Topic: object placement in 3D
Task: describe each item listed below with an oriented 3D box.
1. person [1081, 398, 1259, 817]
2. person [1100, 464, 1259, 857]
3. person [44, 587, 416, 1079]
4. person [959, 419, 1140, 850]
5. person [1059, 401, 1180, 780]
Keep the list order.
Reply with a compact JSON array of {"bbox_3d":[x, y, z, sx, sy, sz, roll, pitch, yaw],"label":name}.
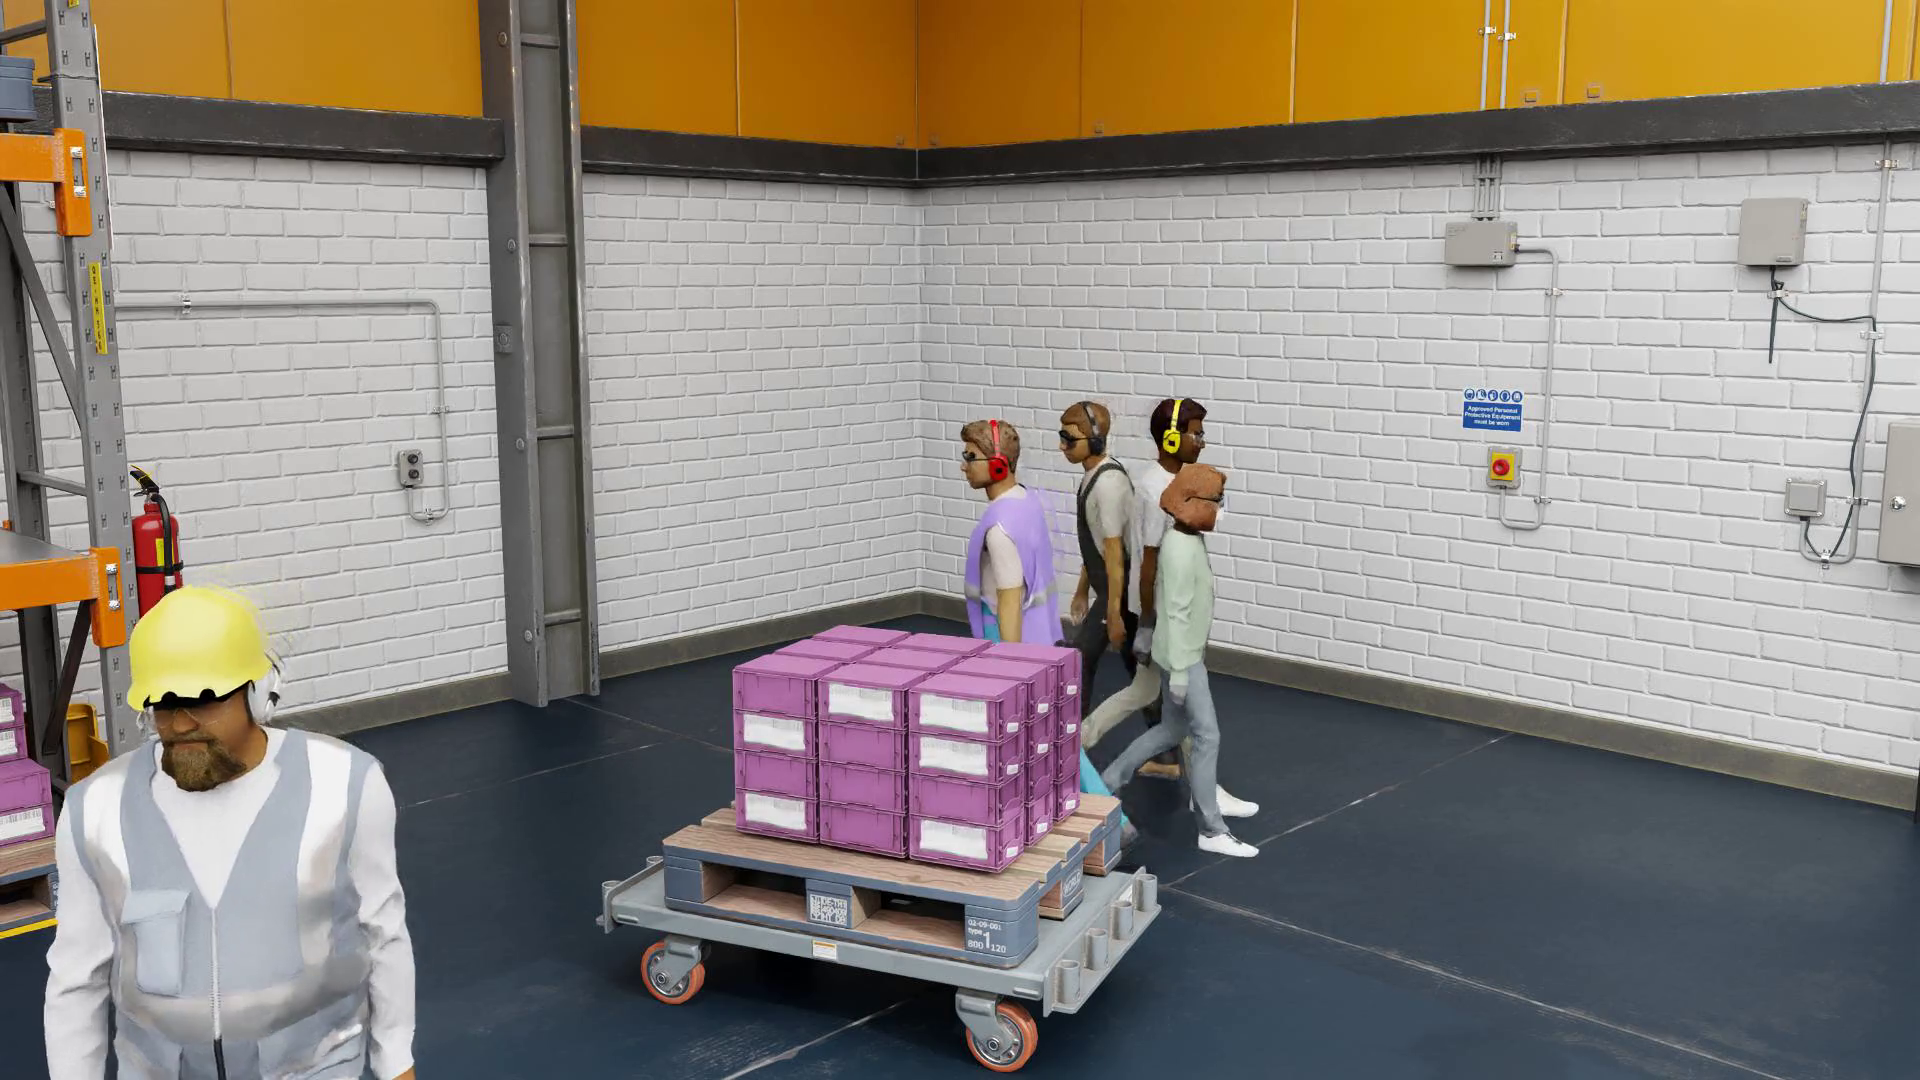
[{"bbox_3d":[0.822,0.290,7.186,0.905,1.829,0.542,1,9,8],"label":"person"},{"bbox_3d":[0.841,0.480,6.718,0.706,1.603,0.535,2,9,11],"label":"person"},{"bbox_3d":[-1.314,0.983,2.988,0.616,1.804,0.765,-2,9,-10],"label":"person"},{"bbox_3d":[0.243,0.423,6.462,0.935,1.804,0.577,2,10,15],"label":"person"},{"bbox_3d":[0.631,0.267,7.499,0.834,1.779,0.538,1,9,5],"label":"person"}]
